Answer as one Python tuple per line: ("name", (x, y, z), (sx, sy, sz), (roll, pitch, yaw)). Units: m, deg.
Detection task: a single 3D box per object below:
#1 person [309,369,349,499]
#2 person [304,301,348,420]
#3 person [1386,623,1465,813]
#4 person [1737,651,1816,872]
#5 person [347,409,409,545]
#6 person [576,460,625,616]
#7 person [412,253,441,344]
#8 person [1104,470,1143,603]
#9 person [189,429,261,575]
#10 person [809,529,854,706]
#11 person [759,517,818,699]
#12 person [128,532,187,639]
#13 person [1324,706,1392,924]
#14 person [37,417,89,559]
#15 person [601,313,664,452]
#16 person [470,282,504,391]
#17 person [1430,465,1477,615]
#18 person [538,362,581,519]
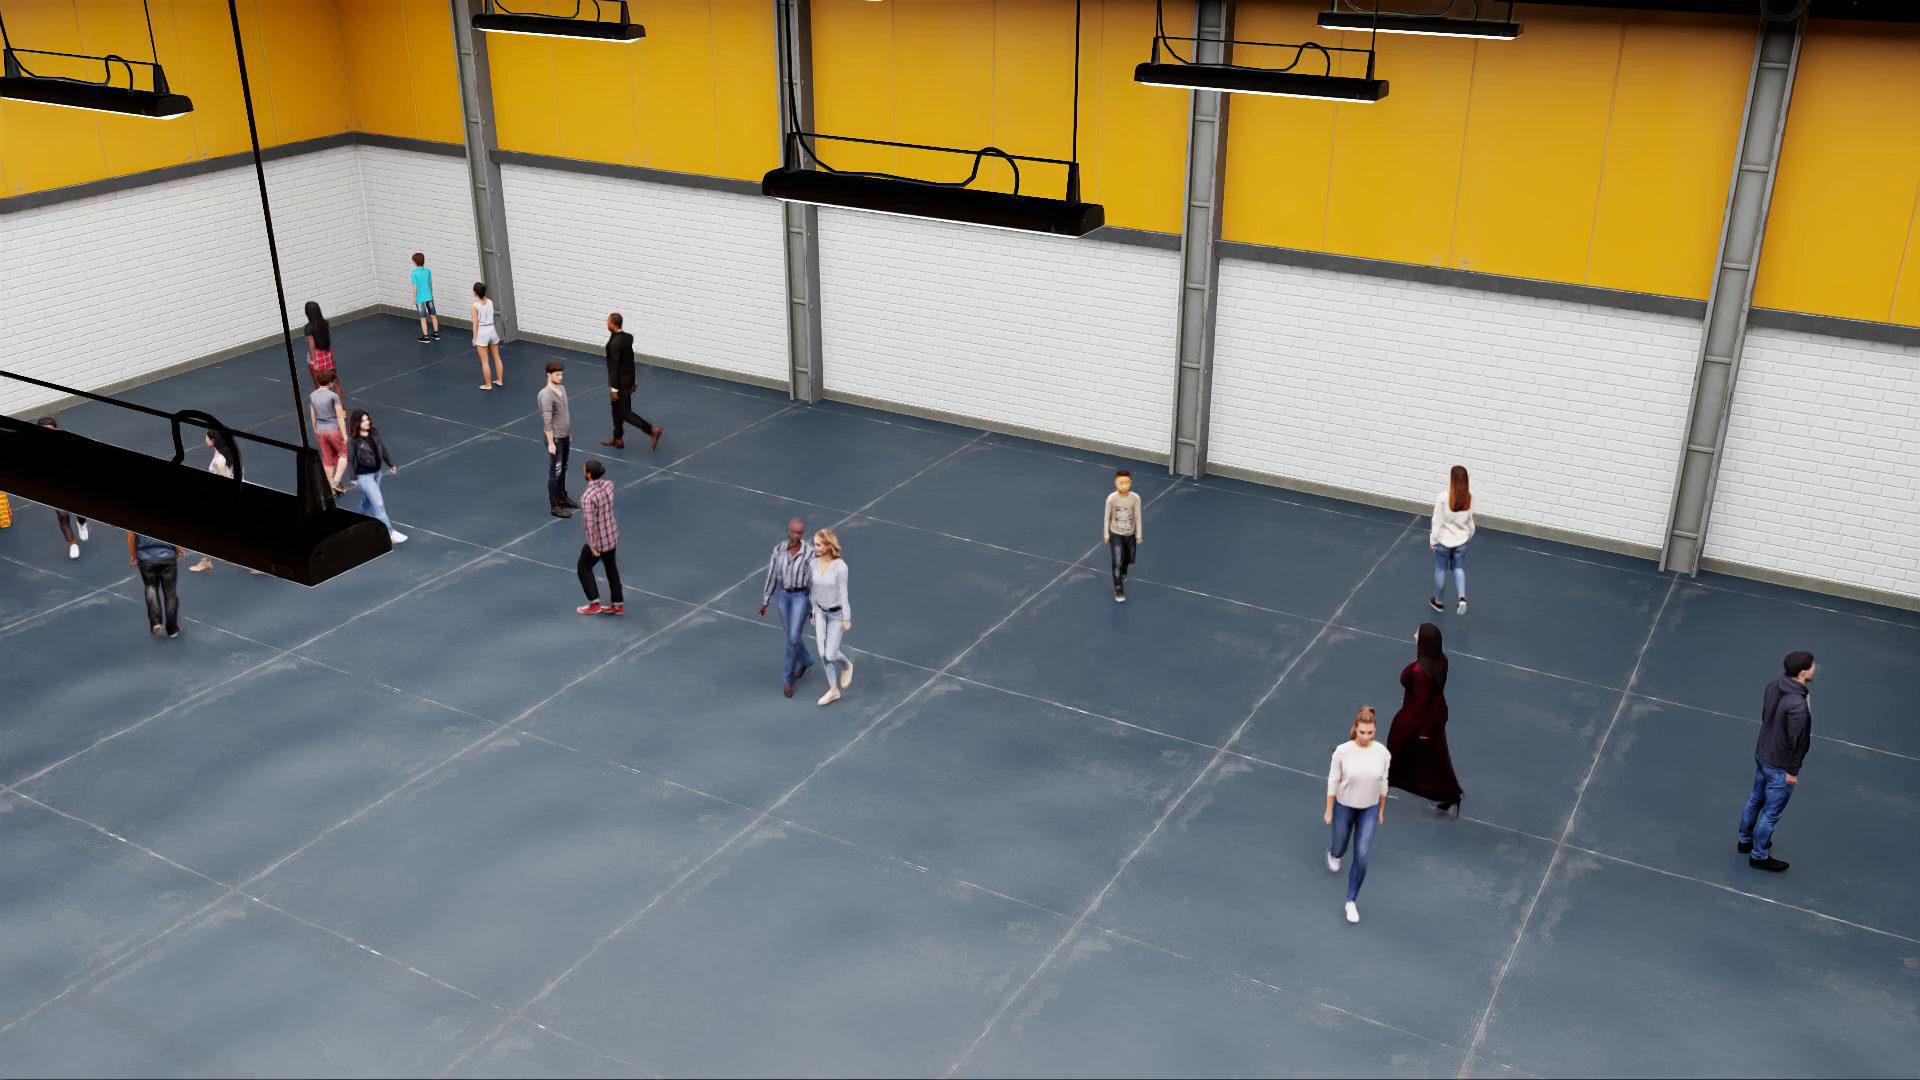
("person", (-7.787, -1.267, 20.449), (0.737, 1.635, 0.791), (3, 24, 8))
("person", (-8.844, -2.480, 23.105), (0.653, 1.730, 0.639), (9, 25, 20))
("person", (3.969, 1.536, 13.948), (1.124, 1.707, 0.745), (17, 29, 33))
("person", (6.513, 1.737, 13.257), (0.756, 1.893, 0.760), (0, 24, 0))
("person", (-6.912, -0.742, 19.304), (1.115, 1.592, 0.729), (10, 25, 21))
("person", (-3.709, -0.008, 17.427), (0.710, 1.749, 0.697), (12, 26, 26))
("person", (-8.609, -3.909, 26.728), (0.512, 1.449, 0.541), (17, 29, 34))
("person", (1.752, -0.094, 17.999), (0.871, 1.449, 0.892), (-3, 24, -6))
("person", (-7.955, -0.405, 18.347), (1.180, 1.740, 1.025), (-2, 24, -5))
("person", (-1.168, 0.709, 15.758), (0.681, 1.774, 0.717), (16, 28, 33))
("person", (-1.579, 0.590, 16.032), (0.796, 1.772, 0.835), (10, 25, 21))
("person", (-8.168, 0.187, 16.925), (0.832, 1.794, 0.884), (-9, 25, -20))
("person", (3.029, 2.045, 12.790), (1.022, 1.701, 0.937), (2, 24, 4))
("person", (-10.243, -0.646, 18.962), (0.794, 1.689, 0.874), (-10, 26, -22))
("person", (-4.375, -2.048, 21.936), (1.281, 1.877, 0.935), (6, 24, 12))
("person", (-6.979, -3.012, 24.484), (0.574, 1.601, 0.591), (16, 29, 33))
("person", (5.184, 0.039, 17.408), (0.939, 1.679, 0.964), (-3, 24, -7))
("person", (-4.866, -1.240, 20.056), (0.696, 1.901, 0.748), (5, 24, 10))
